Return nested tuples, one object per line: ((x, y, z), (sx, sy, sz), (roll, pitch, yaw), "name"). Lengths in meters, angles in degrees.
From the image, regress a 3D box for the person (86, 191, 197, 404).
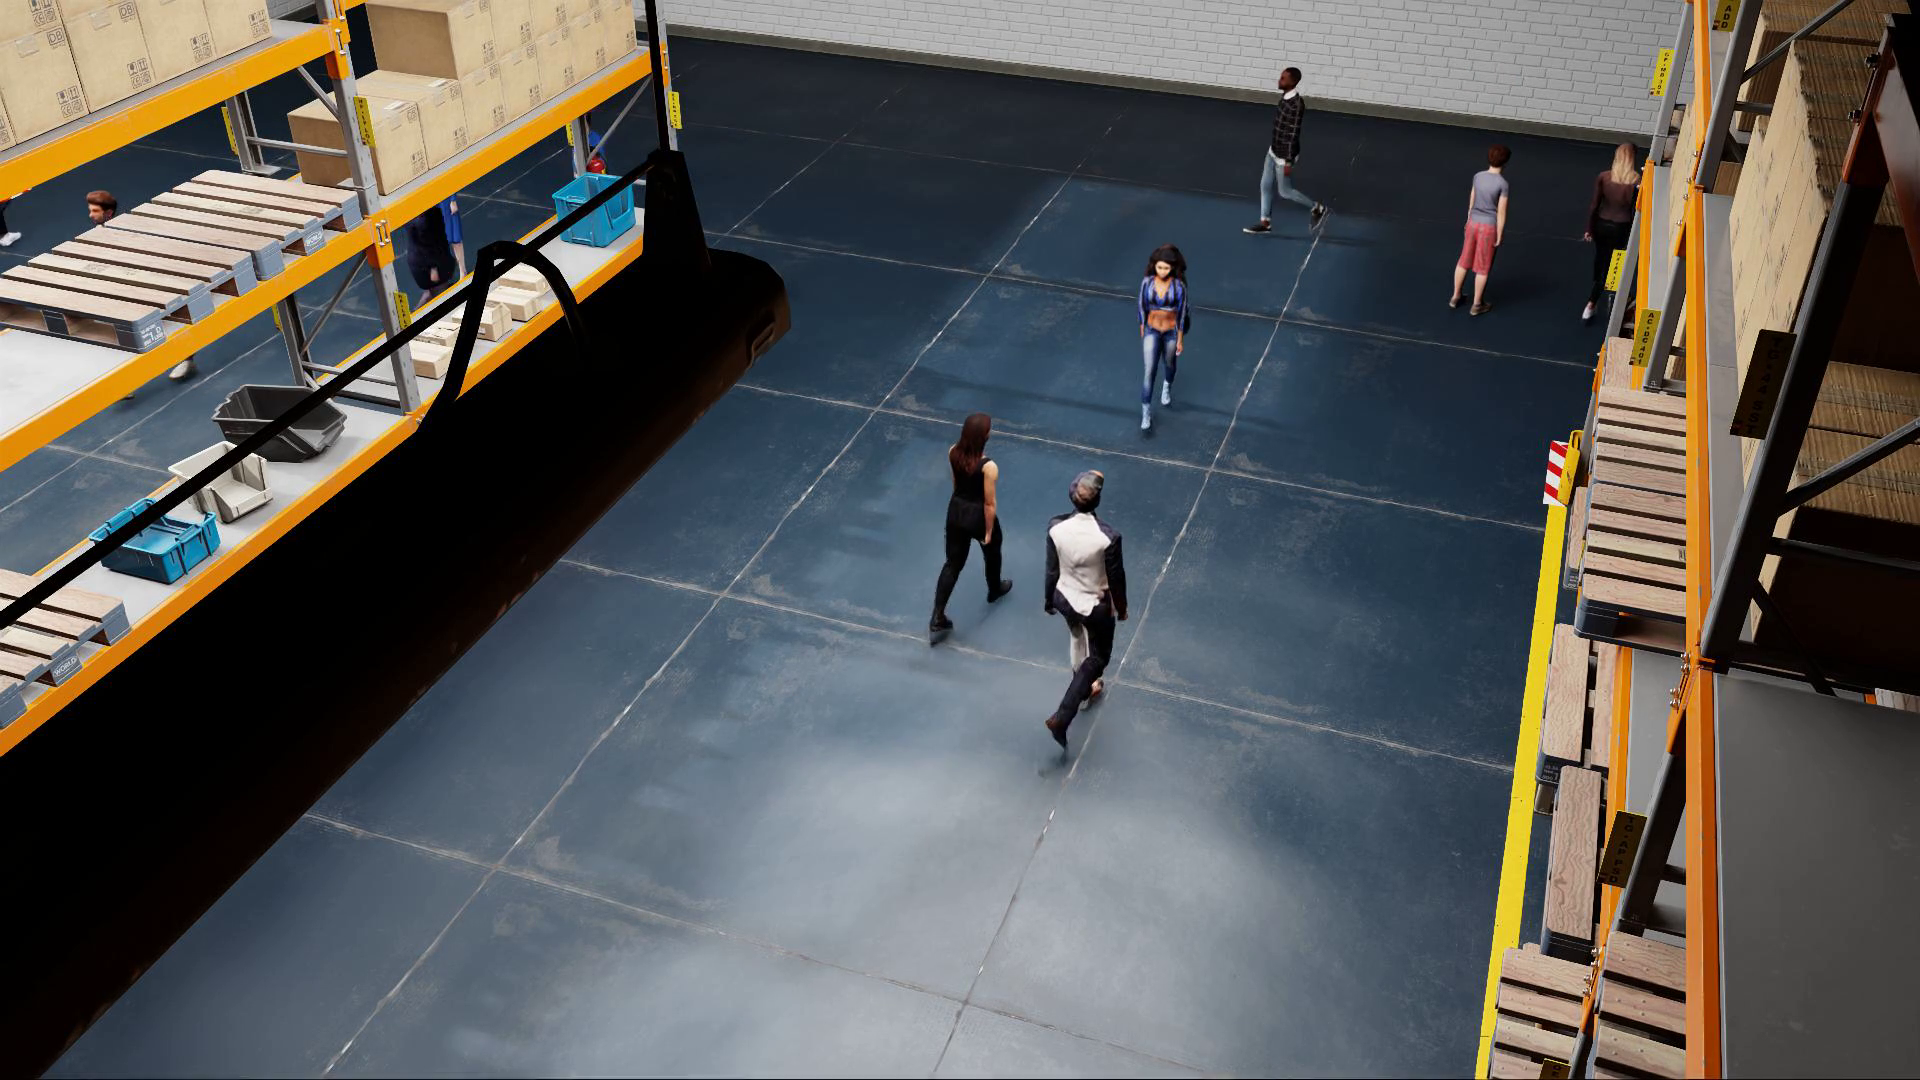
((-7.146, -2.166, 14.523), (0.738, 1.850, 1.192), (14, 36, 21), "person")

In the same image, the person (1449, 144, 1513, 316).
((4.999, -2.972, 15.919), (0.694, 1.647, 0.687), (-26, 41, -33), "person")

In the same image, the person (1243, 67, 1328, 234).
((3.483, -4.034, 17.379), (1.049, 1.799, 1.134), (-4, 34, -5), "person")

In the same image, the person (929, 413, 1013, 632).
((0.021, -0.094, 11.583), (0.799, 1.653, 1.186), (21, 39, 28), "person")

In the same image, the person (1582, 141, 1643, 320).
((6.165, -2.892, 15.793), (0.801, 1.652, 1.190), (21, 39, 28), "person")

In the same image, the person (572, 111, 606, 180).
((-3.516, -3.343, 16.291), (0.832, 1.854, 0.853), (2, 34, 3), "person")

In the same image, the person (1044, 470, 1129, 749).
((0.759, 0.456, 10.558), (0.873, 1.871, 1.175), (20, 39, 27), "person")

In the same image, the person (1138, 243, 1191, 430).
((1.748, -1.768, 14.174), (0.679, 1.573, 1.061), (8, 35, 12), "person")

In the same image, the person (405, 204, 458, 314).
((-4.955, -2.566, 15.299), (0.970, 1.657, 0.911), (-12, 35, -17), "person")
